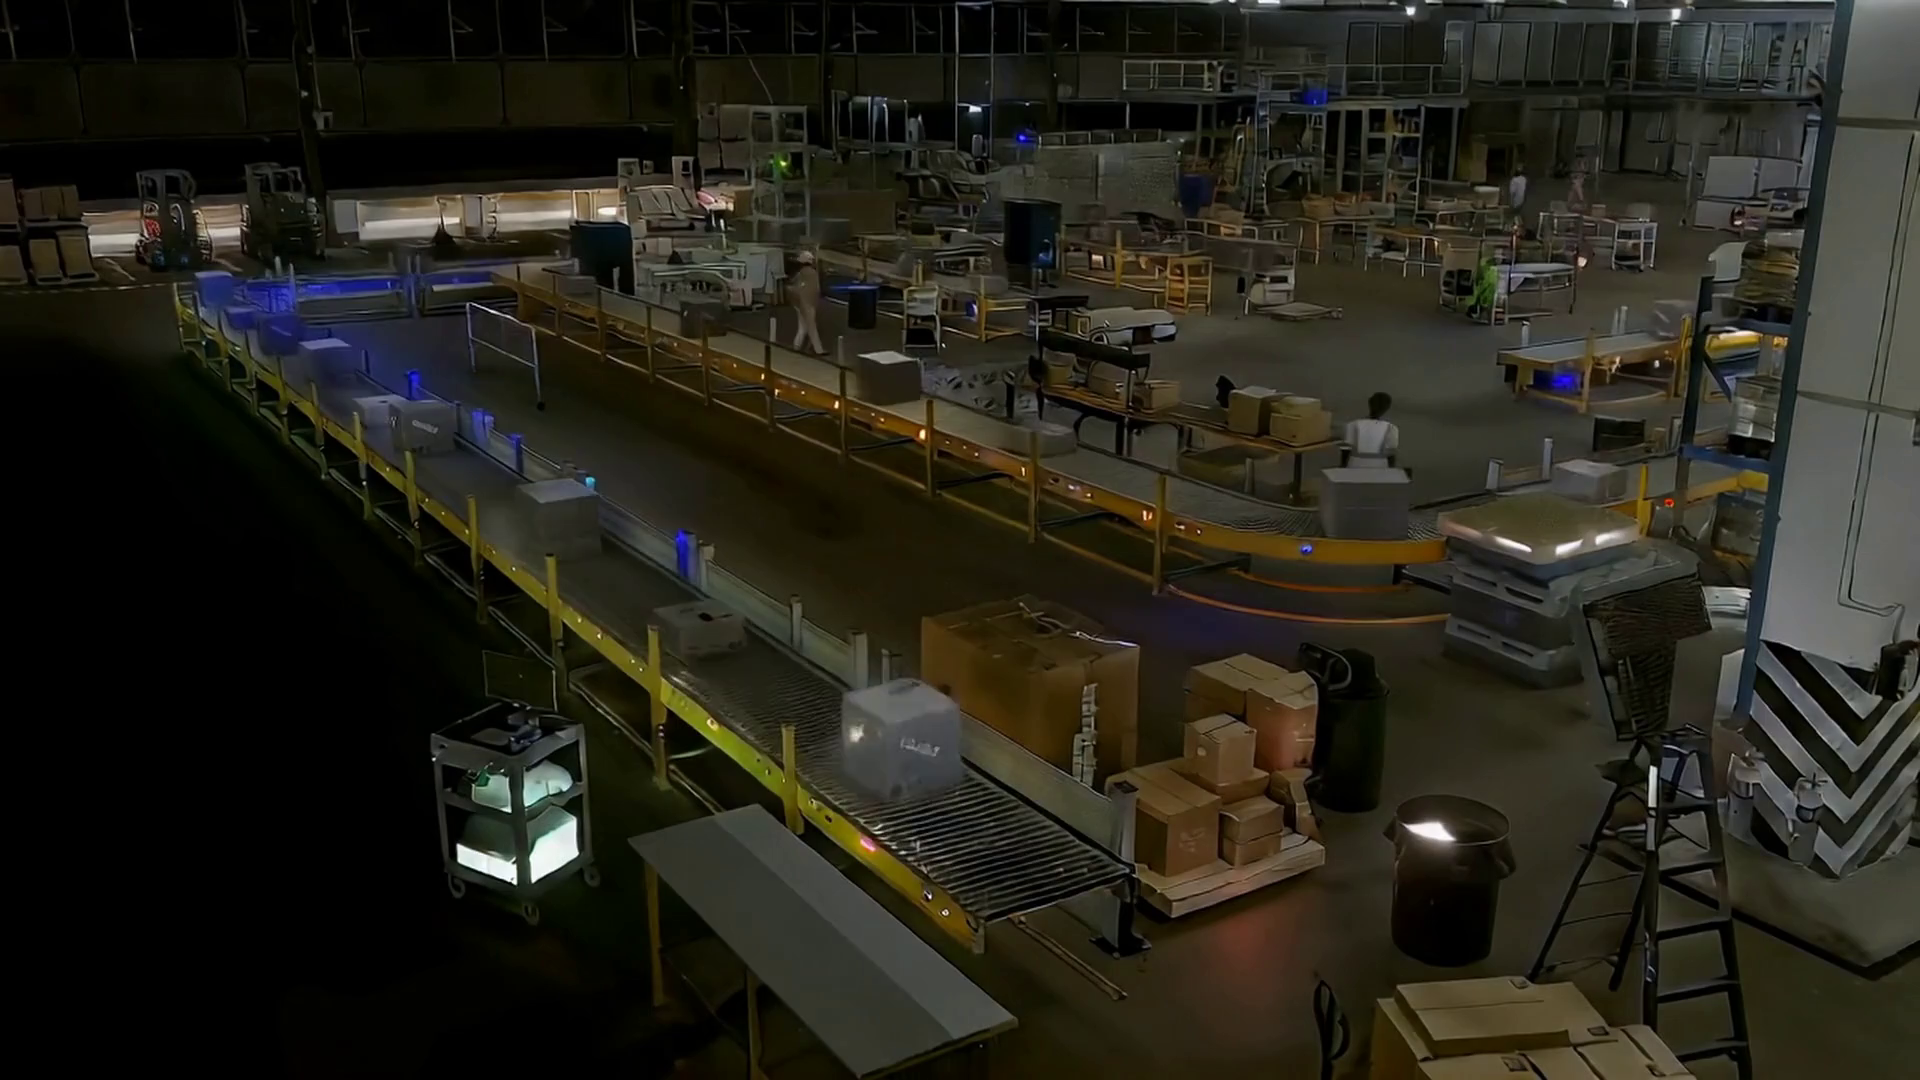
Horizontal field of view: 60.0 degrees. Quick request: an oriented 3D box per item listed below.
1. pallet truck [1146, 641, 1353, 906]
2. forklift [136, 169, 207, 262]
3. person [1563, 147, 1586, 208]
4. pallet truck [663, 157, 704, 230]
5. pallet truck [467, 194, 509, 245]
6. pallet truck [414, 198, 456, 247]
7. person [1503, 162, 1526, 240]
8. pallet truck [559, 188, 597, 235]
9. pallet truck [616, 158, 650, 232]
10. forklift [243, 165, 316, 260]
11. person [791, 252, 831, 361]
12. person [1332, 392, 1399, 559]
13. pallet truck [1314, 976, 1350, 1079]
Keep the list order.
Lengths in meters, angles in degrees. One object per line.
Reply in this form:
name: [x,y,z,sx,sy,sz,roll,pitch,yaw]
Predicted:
pallet truck: [1.664,1.407,10.232,1.630,1.274,0.653,-10,20,-31]
forklift: [-17.842,-7.318,37.559,1.157,1.987,2.680,-10,20,-31]
person: [18.915,-11.112,51.007,0.567,1.827,1.052,-11,20,-32]
pallet truck: [-7.586,-9.308,44.692,0.823,1.965,1.885,-11,20,-33]
pallet truck: [-11.983,-8.177,42.137,0.704,1.261,1.522,-11,20,-33]
pallet truck: [-13.250,-8.060,41.856,0.680,1.201,1.601,-10,20,-31]
person: [13.918,-8.494,41.959,0.629,2.016,0.771,-13,21,-38]
pallet truck: [-10.010,-8.652,43.699,0.653,1.274,1.630,-10,20,-31]
pallet truck: [-8.918,-9.176,44.255,0.823,1.965,1.885,-9,19,-27]
forklift: [-15.898,-7.669,38.708,1.157,1.987,2.680,-11,20,-33]
person: [-2.444,-3.767,26.732,0.893,1.720,0.535,11,20,31]
person: [4.015,-0.634,16.392,0.587,1.660,0.379,5,17,15]
pallet truck: [2.299,2.390,7.086,1.601,1.201,0.680,-2,17,-7]
